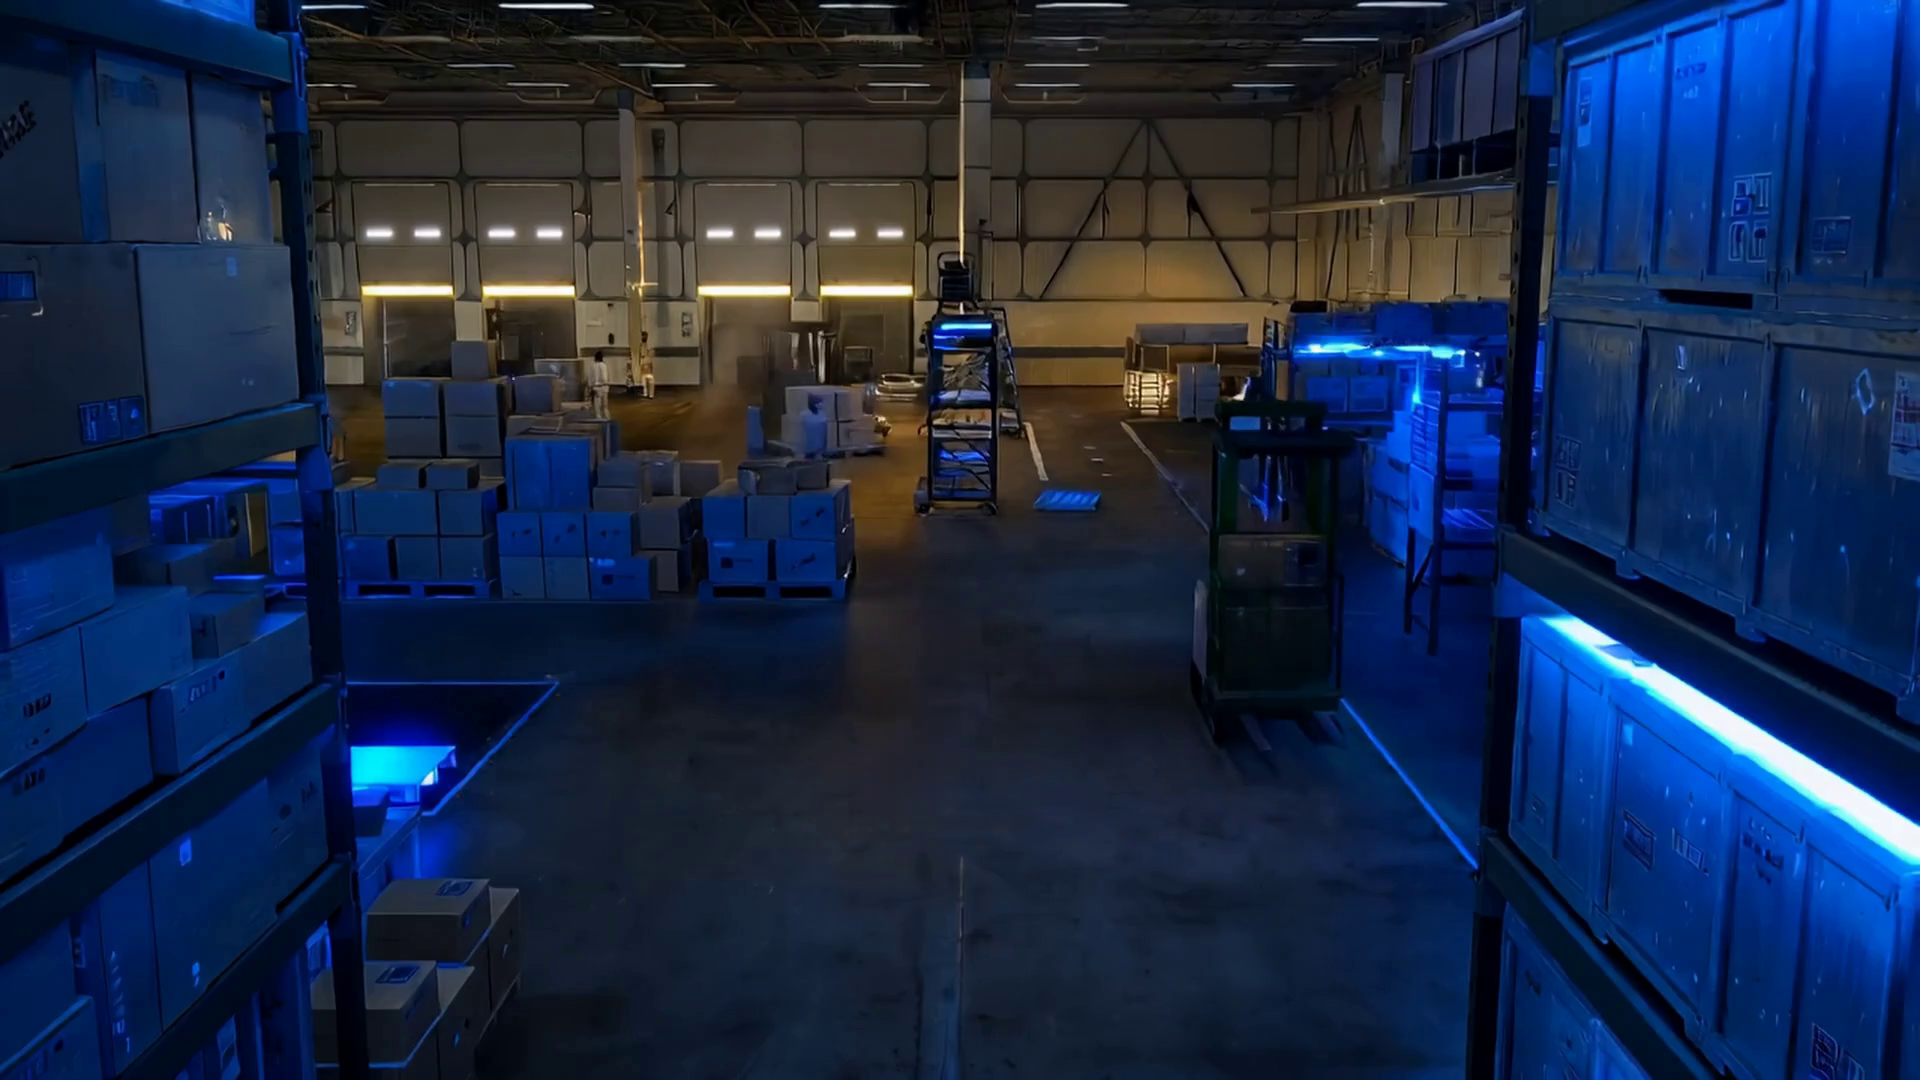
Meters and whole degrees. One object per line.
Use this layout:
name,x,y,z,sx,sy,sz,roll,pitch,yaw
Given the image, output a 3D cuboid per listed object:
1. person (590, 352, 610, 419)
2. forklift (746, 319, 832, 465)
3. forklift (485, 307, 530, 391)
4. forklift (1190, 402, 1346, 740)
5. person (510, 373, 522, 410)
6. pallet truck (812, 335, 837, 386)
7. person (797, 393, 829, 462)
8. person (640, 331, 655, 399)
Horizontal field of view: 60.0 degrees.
person,-8.184,-3.328,37.782,0.355,1.882,0.575,6,11,30
forklift,-3.403,-2.904,32.456,1.129,2.768,1.873,-5,11,-27
forklift,-10.754,-4.150,39.646,1.129,2.768,1.873,0,10,1
forklift,2.698,0.174,14.697,1.129,2.768,1.873,0,10,1
person,-8.380,-2.171,31.069,0.879,1.912,0.552,-1,10,-8
pallet truck,-3.021,-4.312,43.126,1.885,1.965,0.823,3,10,17
person,-2.397,-1.447,26.924,0.643,1.897,1.018,-8,12,-37
person,-8.859,-4.955,47.040,0.386,1.929,0.544,-9,13,-43
